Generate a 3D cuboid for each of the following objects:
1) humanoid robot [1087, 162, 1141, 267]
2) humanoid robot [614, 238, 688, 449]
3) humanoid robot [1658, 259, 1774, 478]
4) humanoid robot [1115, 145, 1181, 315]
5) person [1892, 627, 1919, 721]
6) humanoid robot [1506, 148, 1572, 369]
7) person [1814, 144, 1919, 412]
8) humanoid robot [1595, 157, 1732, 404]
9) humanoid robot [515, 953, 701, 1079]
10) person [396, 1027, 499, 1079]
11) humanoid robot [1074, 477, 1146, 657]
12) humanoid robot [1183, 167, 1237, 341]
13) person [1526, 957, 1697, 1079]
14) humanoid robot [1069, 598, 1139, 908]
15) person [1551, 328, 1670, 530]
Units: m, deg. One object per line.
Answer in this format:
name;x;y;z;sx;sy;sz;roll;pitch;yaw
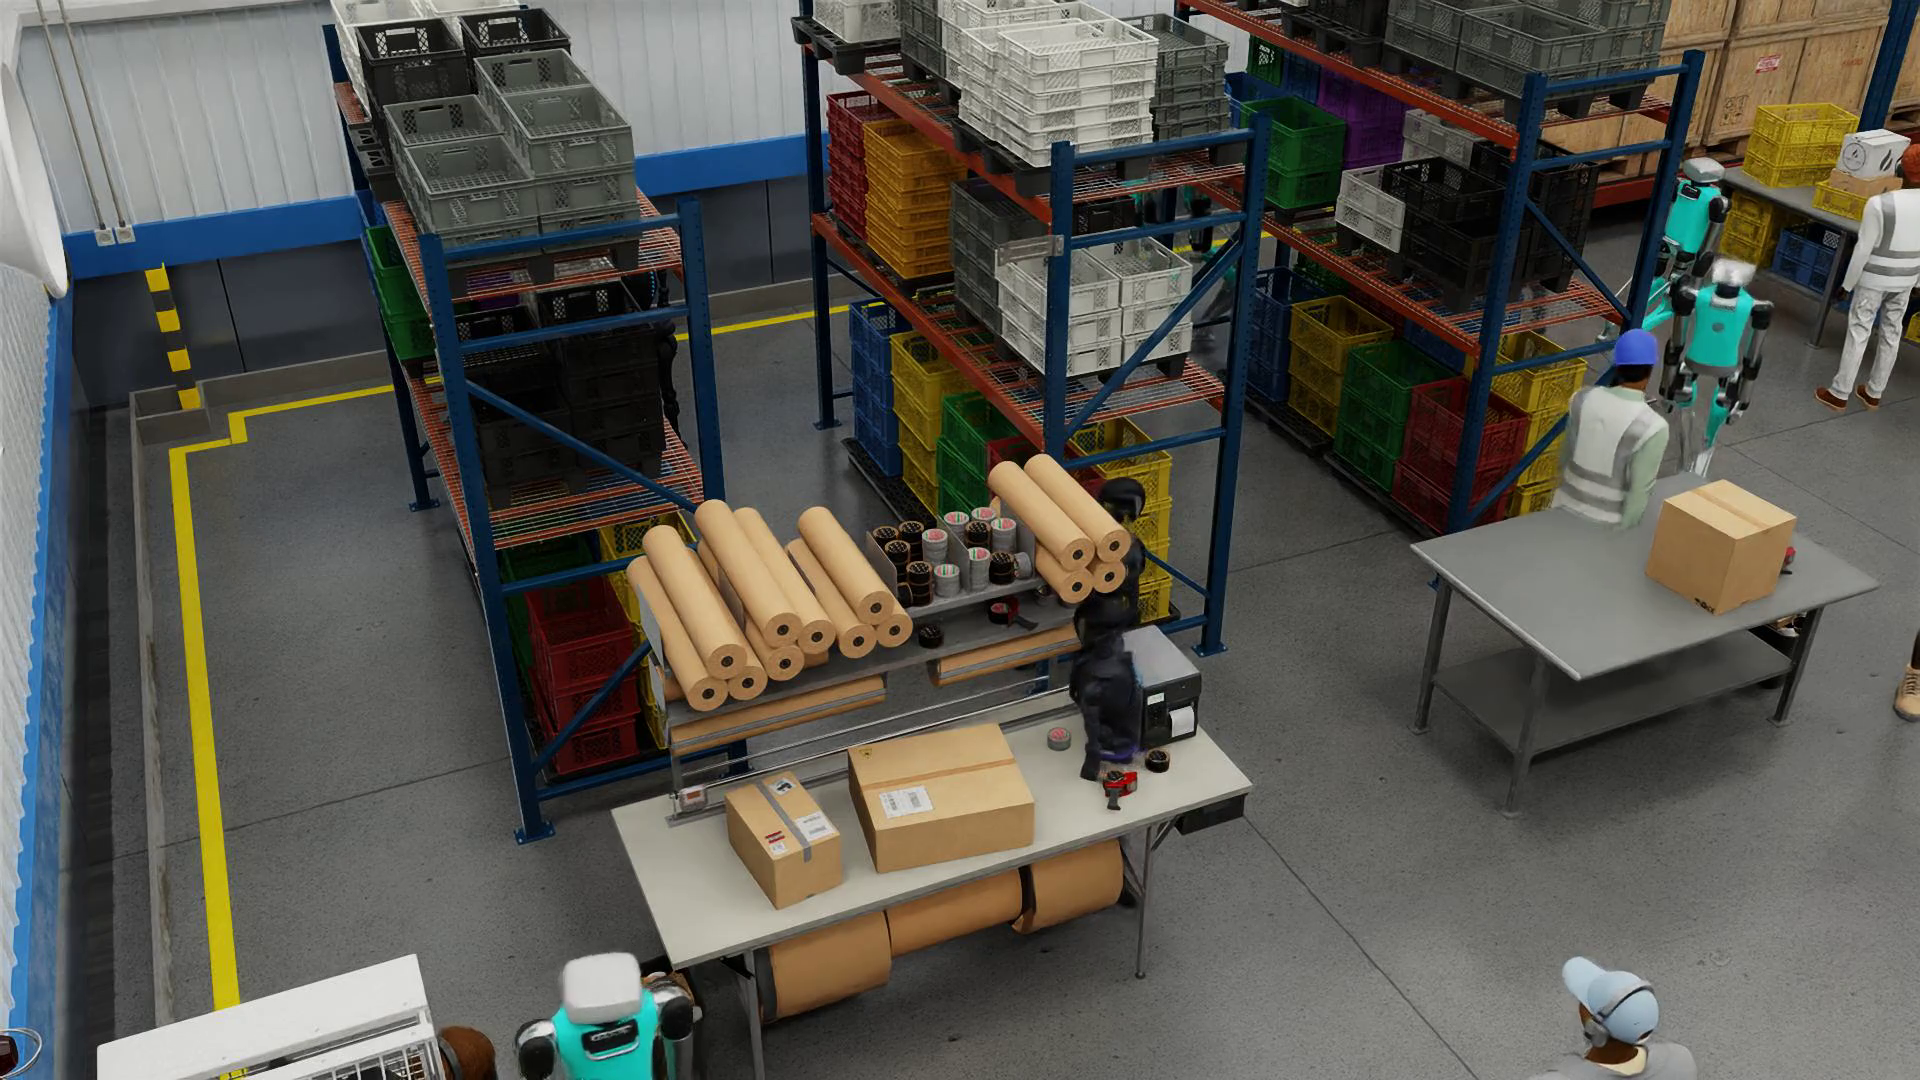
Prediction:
humanoid robot;1.091;-2.290;12.332;0.599;1.657;0.315;18;36;26
humanoid robot;-2.036;-1.277;10.691;0.315;1.653;0.599;19;36;28
humanoid robot;4.550;-0.961;10.128;0.533;1.715;1.023;16;35;24
humanoid robot;1.457;-2.287;12.276;0.681;1.785;0.547;-11;33;-18
person;5.114;0.062;8.189;0.601;2.035;0.396;12;34;18
humanoid robot;4.097;-2.021;11.923;0.610;1.633;0.667;-7;32;-11
person;6.266;-1.755;11.280;0.572;1.885;0.358;-1;32;-1
humanoid robot;4.672;-1.725;11.280;0.733;1.692;0.532;-10;33;-16
humanoid robot;-0.985;2.124;5.150;0.531;1.830;0.664;-12;34;-19
person;-1.430;2.154;4.986;0.620;1.835;0.431;28;41;37
humanoid robot;0.655;0.456;7.899;0.415;1.642;0.598;-11;33;-17
humanoid robot;1.915;-2.250;12.197;0.687;1.772;0.536;3;32;5
person;1.894;2.017;5.185;0.588;1.852;0.371;-10;33;-16
humanoid robot;0.621;0.941;7.111;0.380;1.648;0.609;9;33;14
person;3.323;-0.167;8.684;0.722;1.898;0.625;-21;37;-30
